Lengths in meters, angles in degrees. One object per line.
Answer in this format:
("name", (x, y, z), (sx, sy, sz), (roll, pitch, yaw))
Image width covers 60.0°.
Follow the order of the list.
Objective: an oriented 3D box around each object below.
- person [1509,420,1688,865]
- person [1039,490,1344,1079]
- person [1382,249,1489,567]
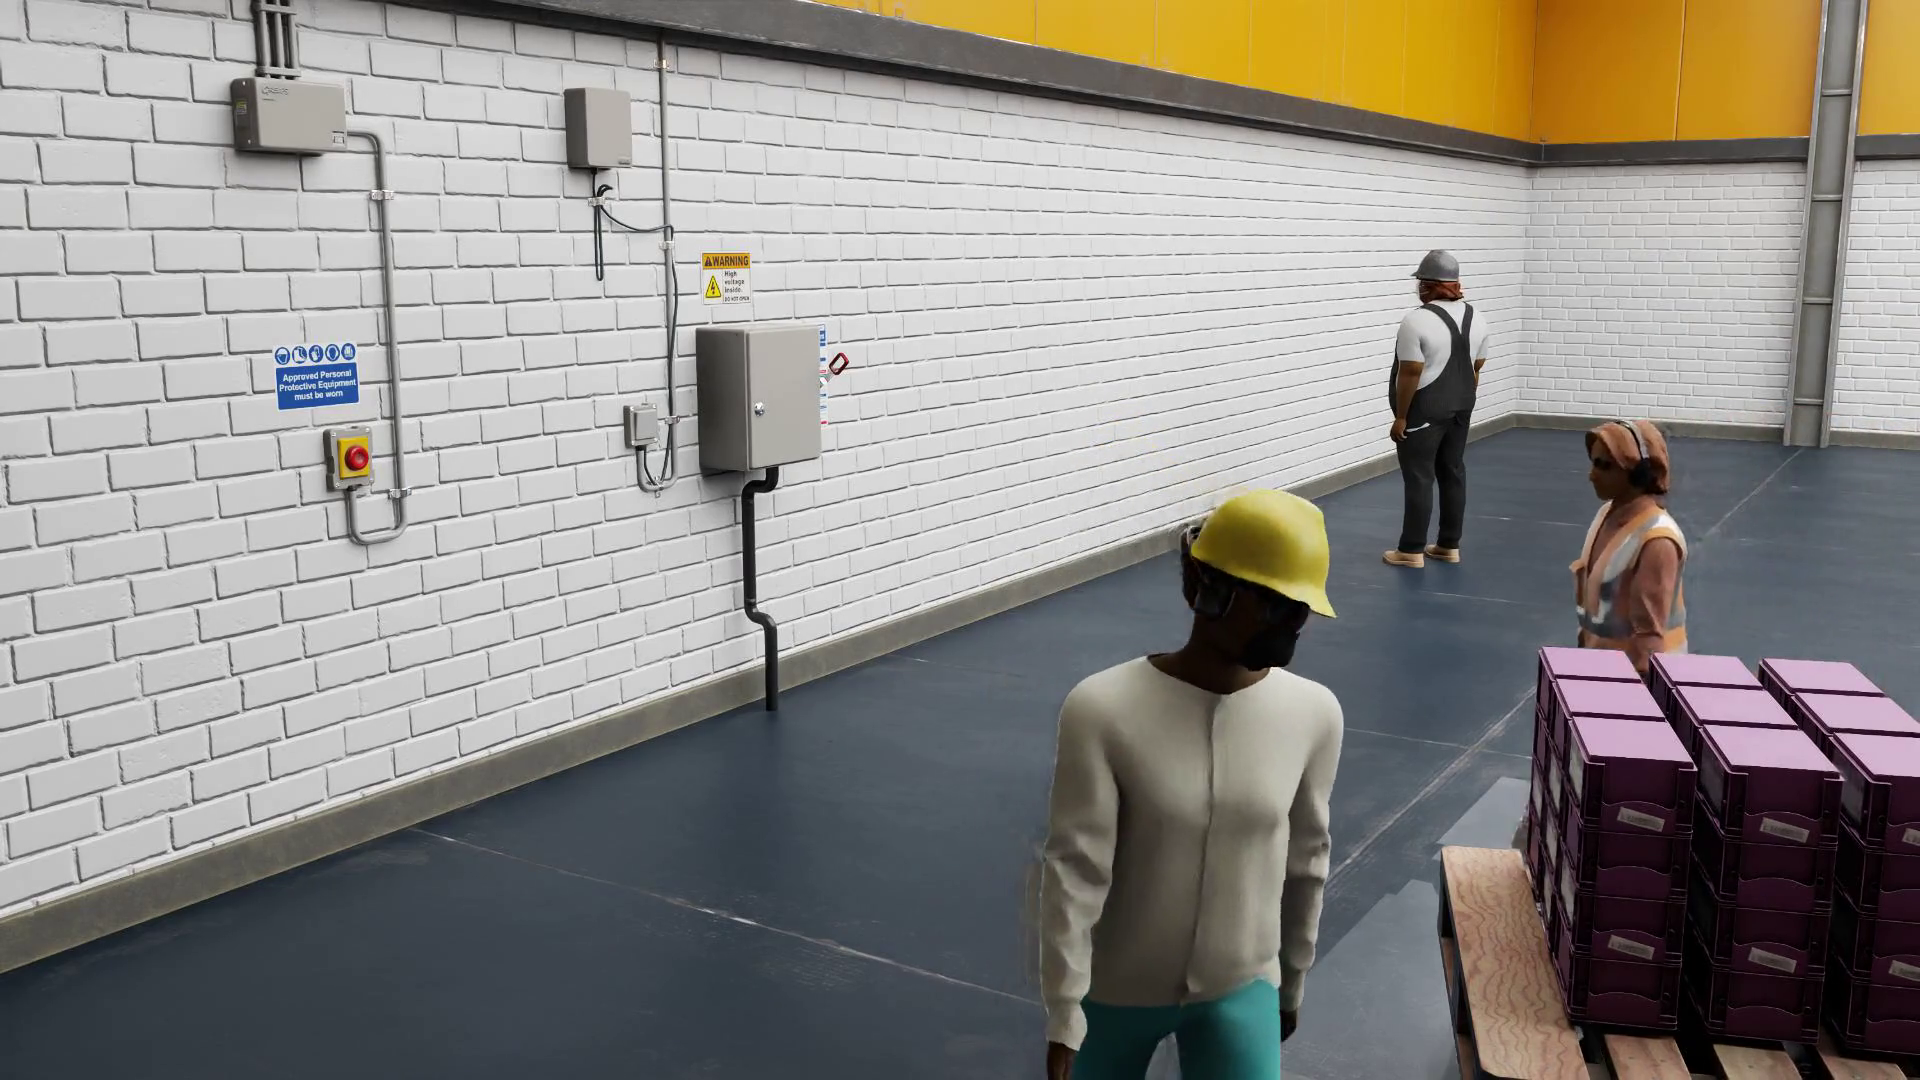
("person", (1.996, 0.431, 4.942), (0.861, 1.590, 0.532), (0, 10, 2))
("person", (0.376, 0.743, 2.888), (0.557, 1.699, 0.926), (-1, 10, -7))
("person", (3.026, -0.849, 10.775), (0.682, 2.000, 0.537), (-6, 12, -29))
